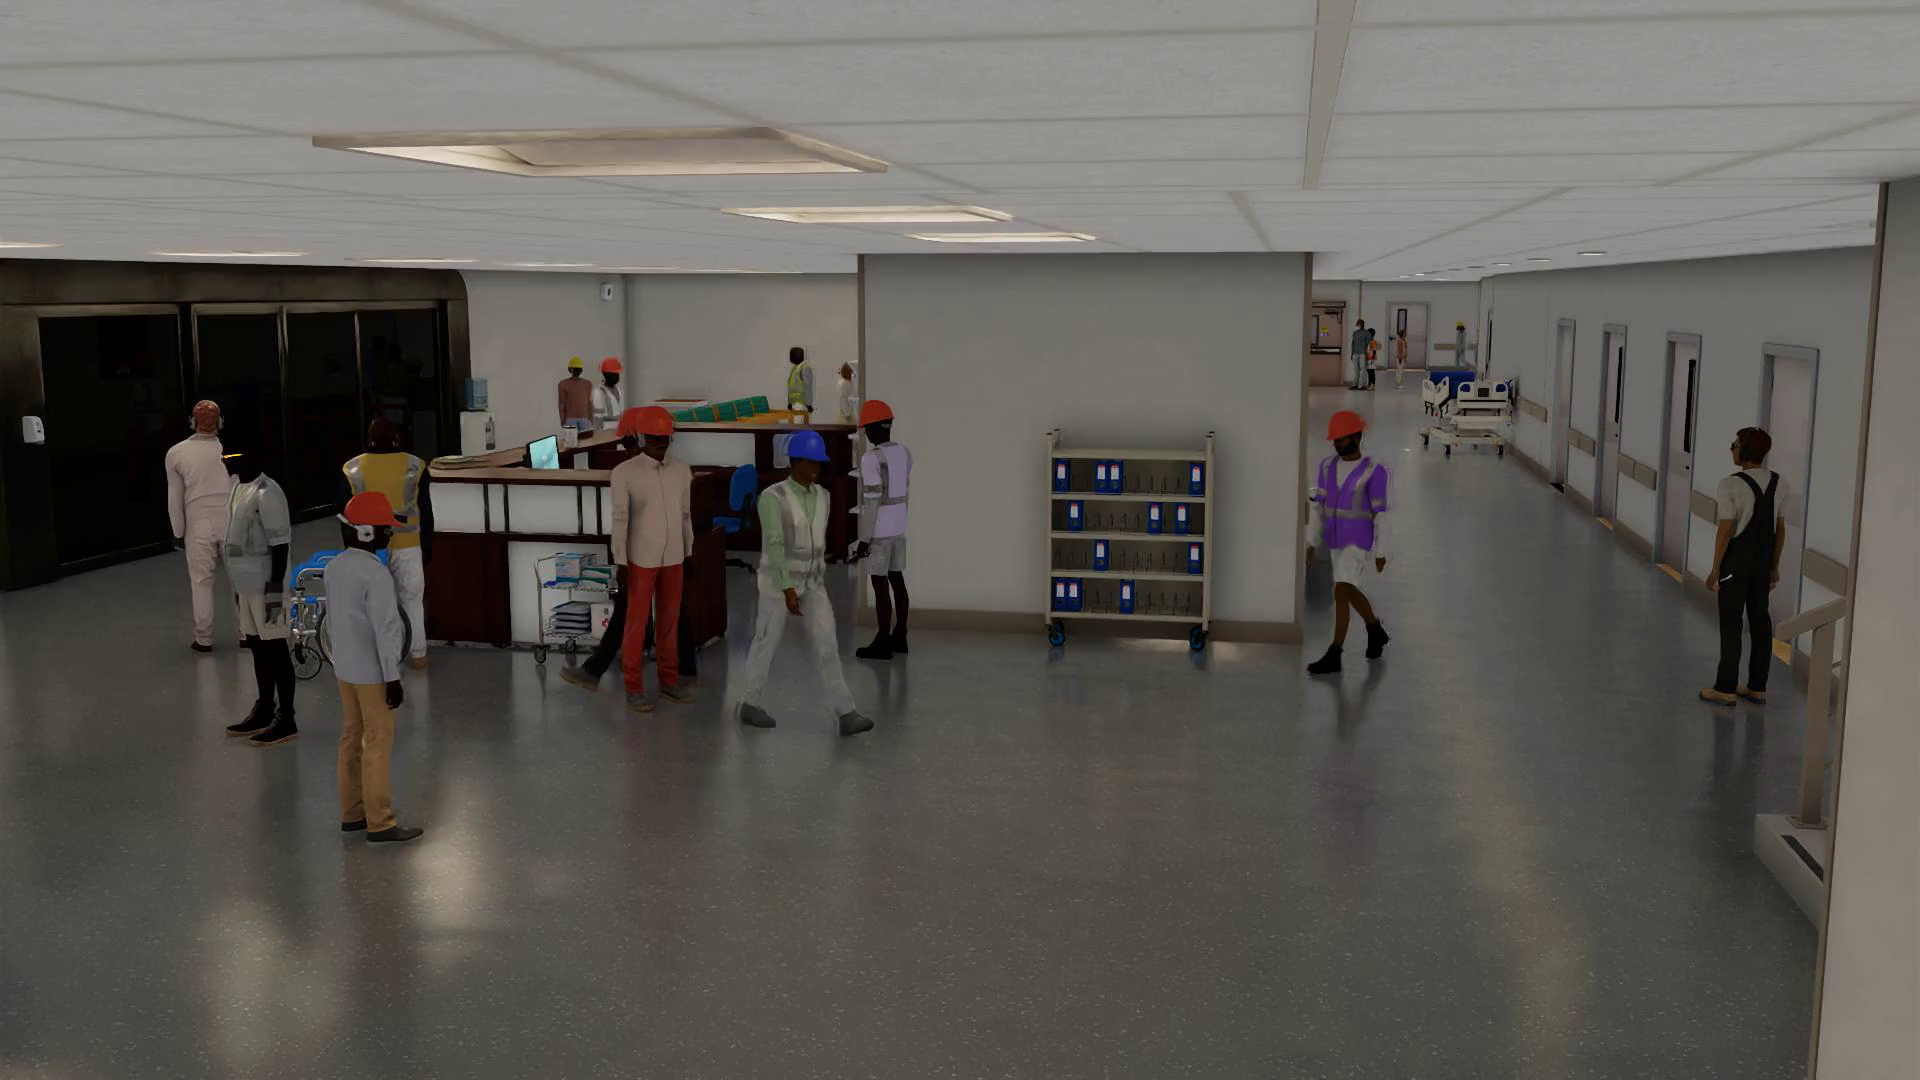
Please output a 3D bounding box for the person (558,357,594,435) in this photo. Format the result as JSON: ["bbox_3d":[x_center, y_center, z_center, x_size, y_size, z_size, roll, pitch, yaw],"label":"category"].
[{"bbox_3d":[-5.570,-1.776,24.171,0.525,1.772,0.304,-6,10,-32],"label":"person"}]

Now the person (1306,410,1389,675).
[{"bbox_3d":[2.872,-0.007,12.089,0.976,1.891,0.535,-6,11,-36],"label":"person"}]

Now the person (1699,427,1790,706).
[{"bbox_3d":[5.168,0.176,10.953,0.514,1.845,0.338,-2,9,-13],"label":"person"}]

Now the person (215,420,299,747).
[{"bbox_3d":[-4.231,0.257,10.029,0.372,1.963,0.608,-8,12,-43],"label":"person"}]

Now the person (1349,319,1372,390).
[{"bbox_3d":[10.898,-5.038,45.269,0.370,1.934,0.627,-7,11,-37],"label":"person"}]

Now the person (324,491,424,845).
[{"bbox_3d":[-2.920,0.627,8.275,0.568,1.748,0.340,8,12,44],"label":"person"}]

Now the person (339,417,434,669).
[{"bbox_3d":[-4.107,0.033,11.966,0.632,1.836,0.429,-3,9,-16],"label":"person"}]

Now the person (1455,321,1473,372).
[{"bbox_3d":[15.967,-6.081,52.849,0.579,1.725,0.493,-3,9,-19],"label":"person"}]

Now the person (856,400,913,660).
[{"bbox_3d":[-0.589,-0.077,12.362,0.372,1.929,0.543,5,10,31],"label":"person"}]

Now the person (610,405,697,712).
[{"bbox_3d":[-1.985,0.114,10.873,0.623,1.992,0.396,-8,12,-44],"label":"person"}]

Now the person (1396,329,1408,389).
[{"bbox_3d":[12.210,-5.001,45.979,0.308,1.645,0.515,4,10,27],"label":"person"}]

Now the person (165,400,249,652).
[{"bbox_3d":[-5.656,-0.105,12.620,0.643,1.909,0.410,-5,10,-32],"label":"person"}]

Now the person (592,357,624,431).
[{"bbox_3d":[-4.374,-1.298,20.523,0.711,1.919,0.546,3,9,21],"label":"person"}]

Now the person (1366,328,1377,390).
[{"bbox_3d":[11.148,-4.906,45.173,0.316,1.696,0.541,-1,9,-5],"label":"person"}]

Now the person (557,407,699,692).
[{"bbox_3d":[-2.200,0.099,11.115,1.002,1.945,0.636,-7,11,-39],"label":"person"}]

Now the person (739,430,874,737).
[{"bbox_3d":[-0.993,0.268,10.204,1.029,1.886,0.610,8,12,43],"label":"person"}]
